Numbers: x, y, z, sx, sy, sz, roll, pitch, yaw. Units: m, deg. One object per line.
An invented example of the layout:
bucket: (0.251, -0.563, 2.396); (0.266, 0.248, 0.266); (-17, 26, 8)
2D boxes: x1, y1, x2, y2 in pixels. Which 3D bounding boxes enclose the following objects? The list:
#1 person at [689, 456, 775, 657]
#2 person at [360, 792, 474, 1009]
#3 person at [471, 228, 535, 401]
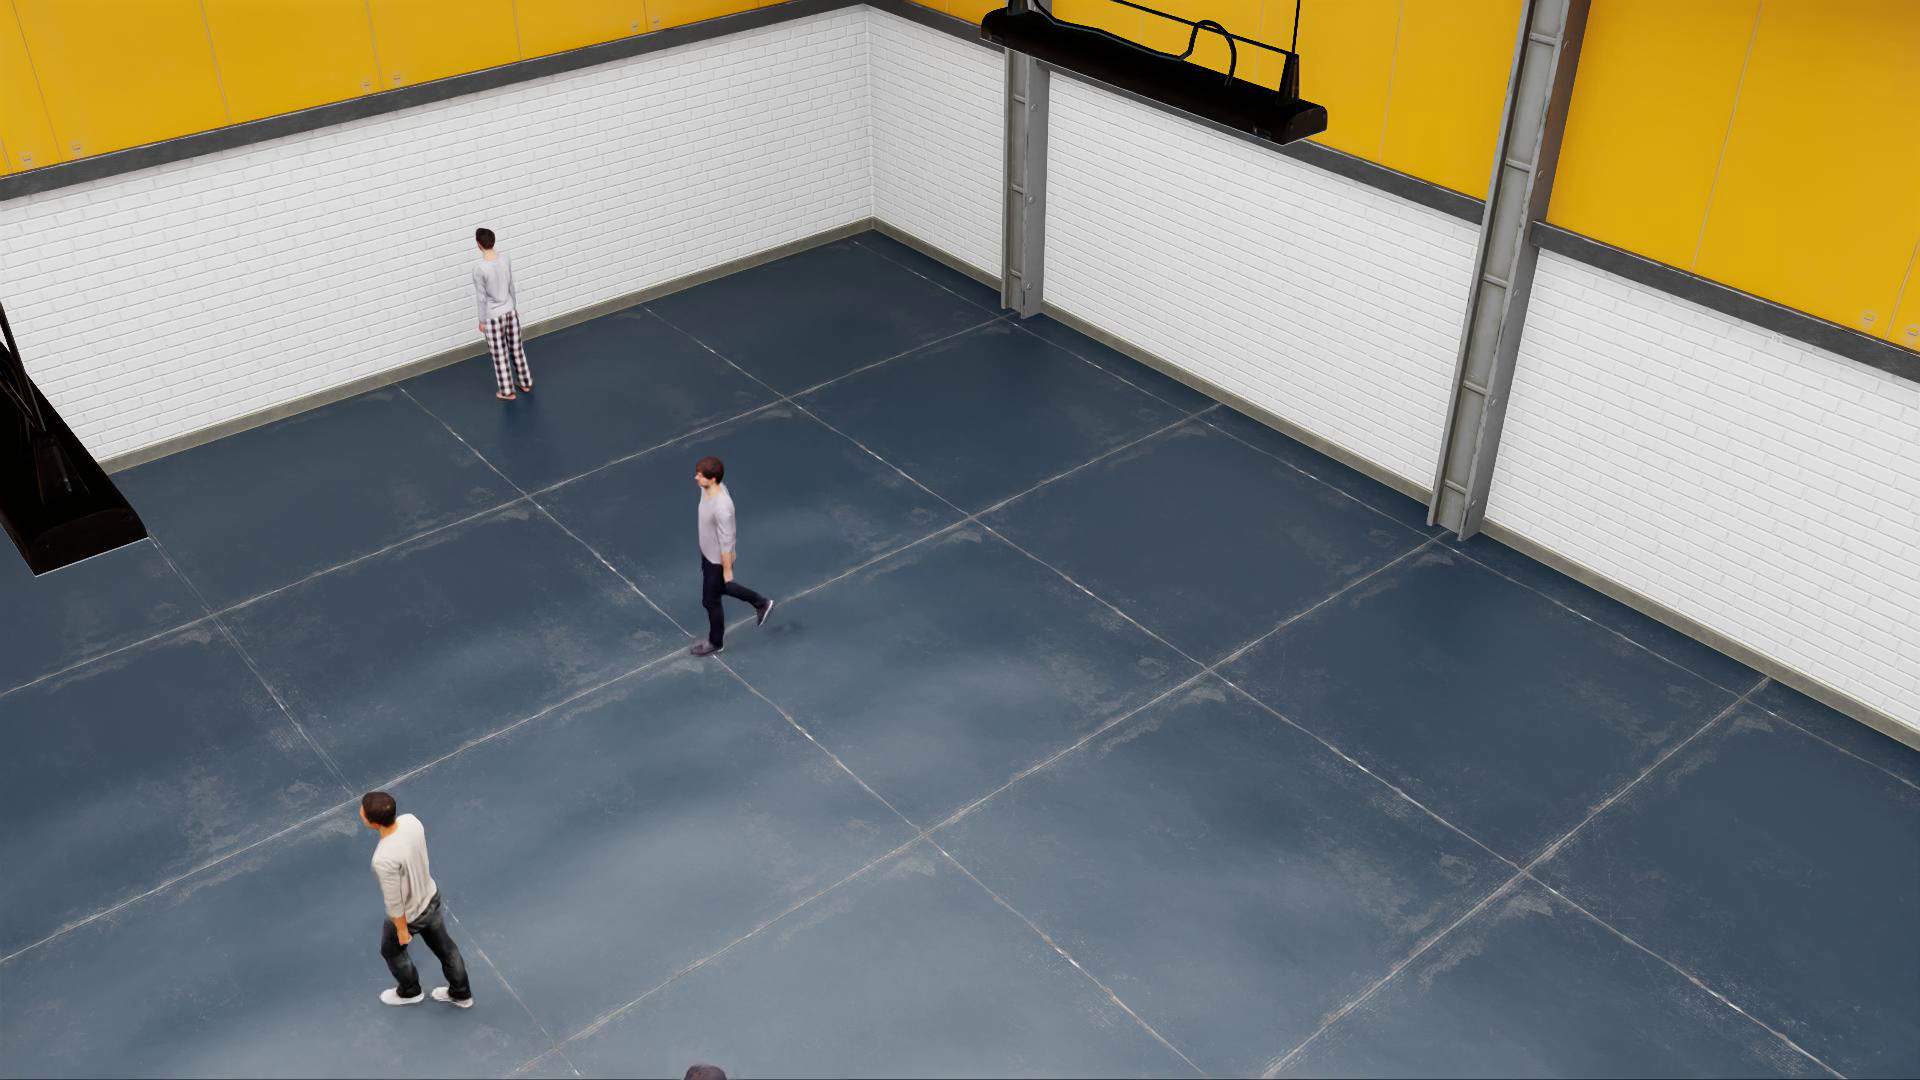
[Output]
person: (-1.873, 0.104, 13.395); (0.957, 1.826, 1.032); (-11, 35, -16)
person: (-3.269, 2.251, 10.200); (1.003, 1.787, 0.936); (7, 34, 10)
person: (-4.712, -2.314, 17.014); (0.616, 1.847, 0.678); (23, 40, 30)
